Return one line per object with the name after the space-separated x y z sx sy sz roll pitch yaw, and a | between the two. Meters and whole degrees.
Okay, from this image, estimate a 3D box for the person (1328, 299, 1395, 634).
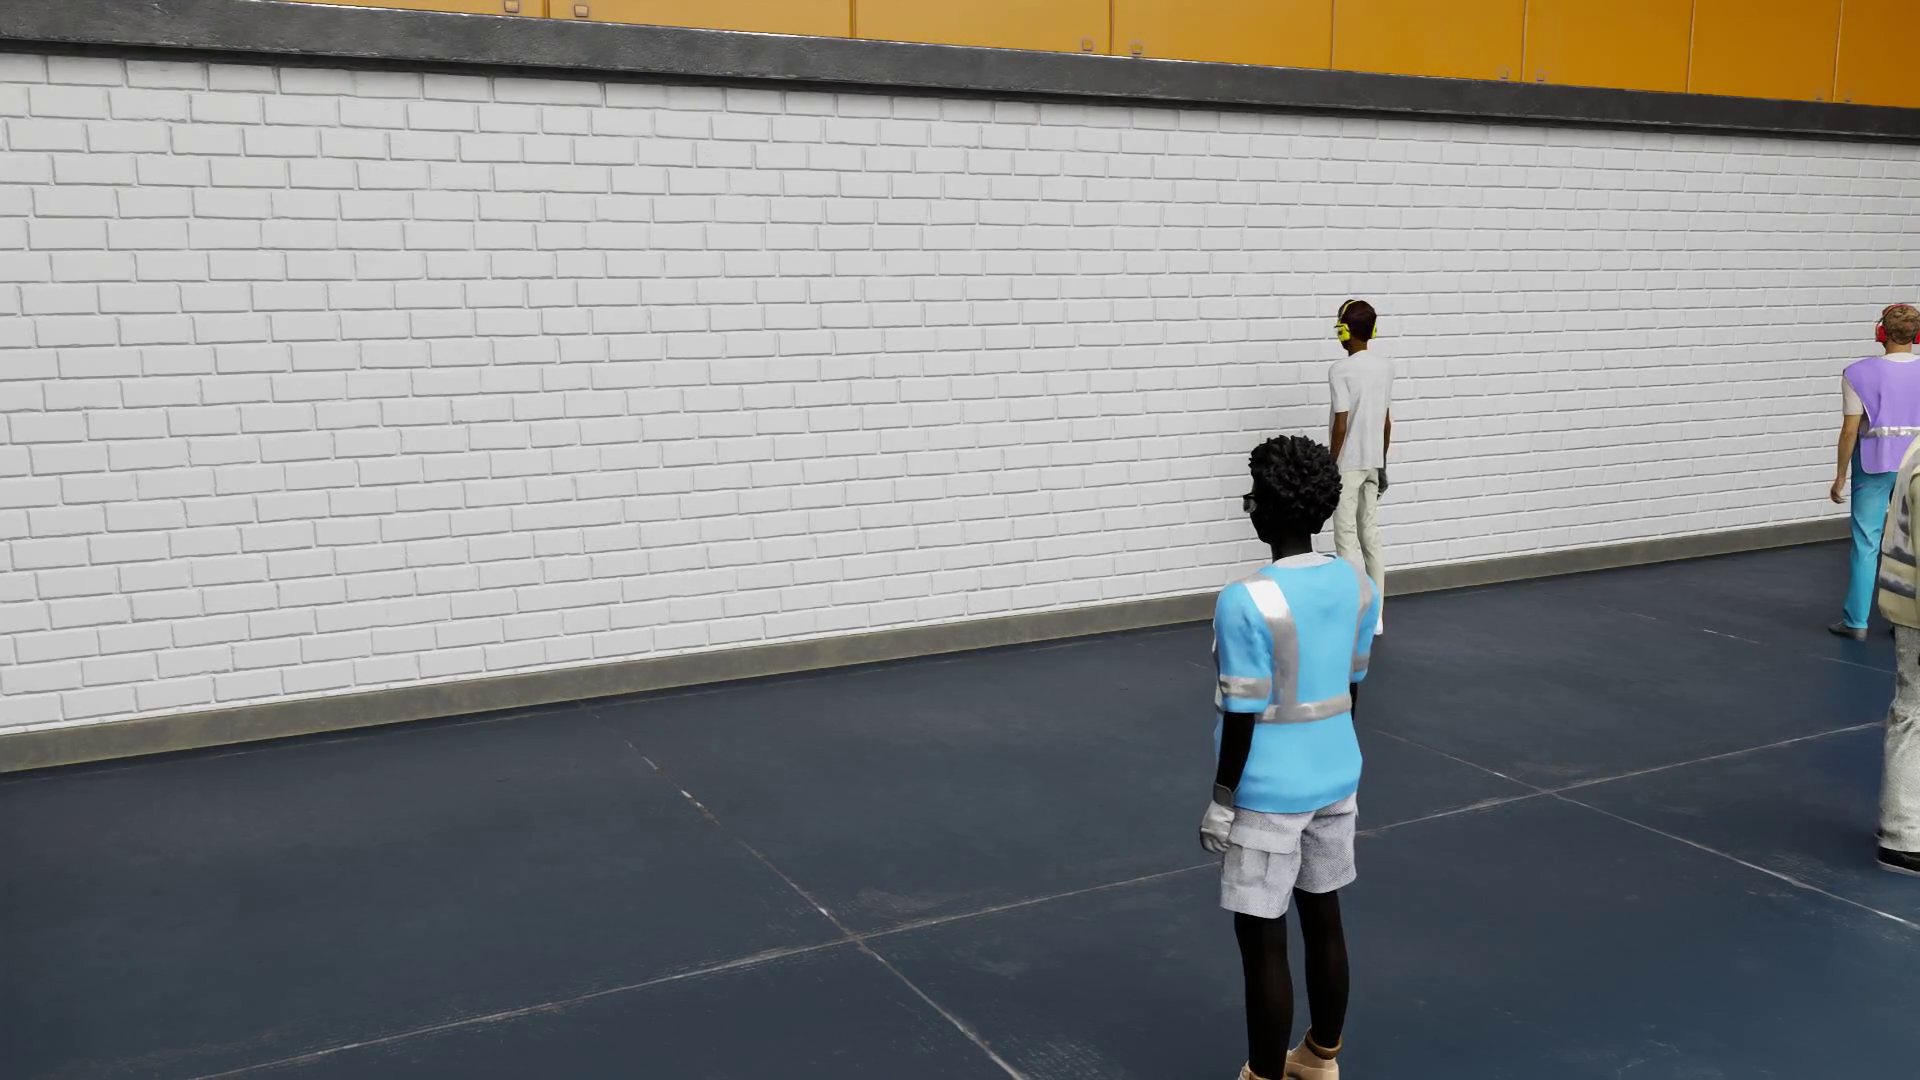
2.165 -0.381 9.144 0.532 1.864 0.310 -8 12 -38 | person

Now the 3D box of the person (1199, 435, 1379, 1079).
0.780 0.594 4.014 0.540 1.696 0.316 -9 13 -42 | person

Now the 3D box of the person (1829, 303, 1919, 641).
5.051 -0.355 9.046 0.564 1.846 0.390 1 10 6 | person

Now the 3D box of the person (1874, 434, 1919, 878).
3.352 0.244 5.670 0.403 1.824 0.593 6 11 30 | person
